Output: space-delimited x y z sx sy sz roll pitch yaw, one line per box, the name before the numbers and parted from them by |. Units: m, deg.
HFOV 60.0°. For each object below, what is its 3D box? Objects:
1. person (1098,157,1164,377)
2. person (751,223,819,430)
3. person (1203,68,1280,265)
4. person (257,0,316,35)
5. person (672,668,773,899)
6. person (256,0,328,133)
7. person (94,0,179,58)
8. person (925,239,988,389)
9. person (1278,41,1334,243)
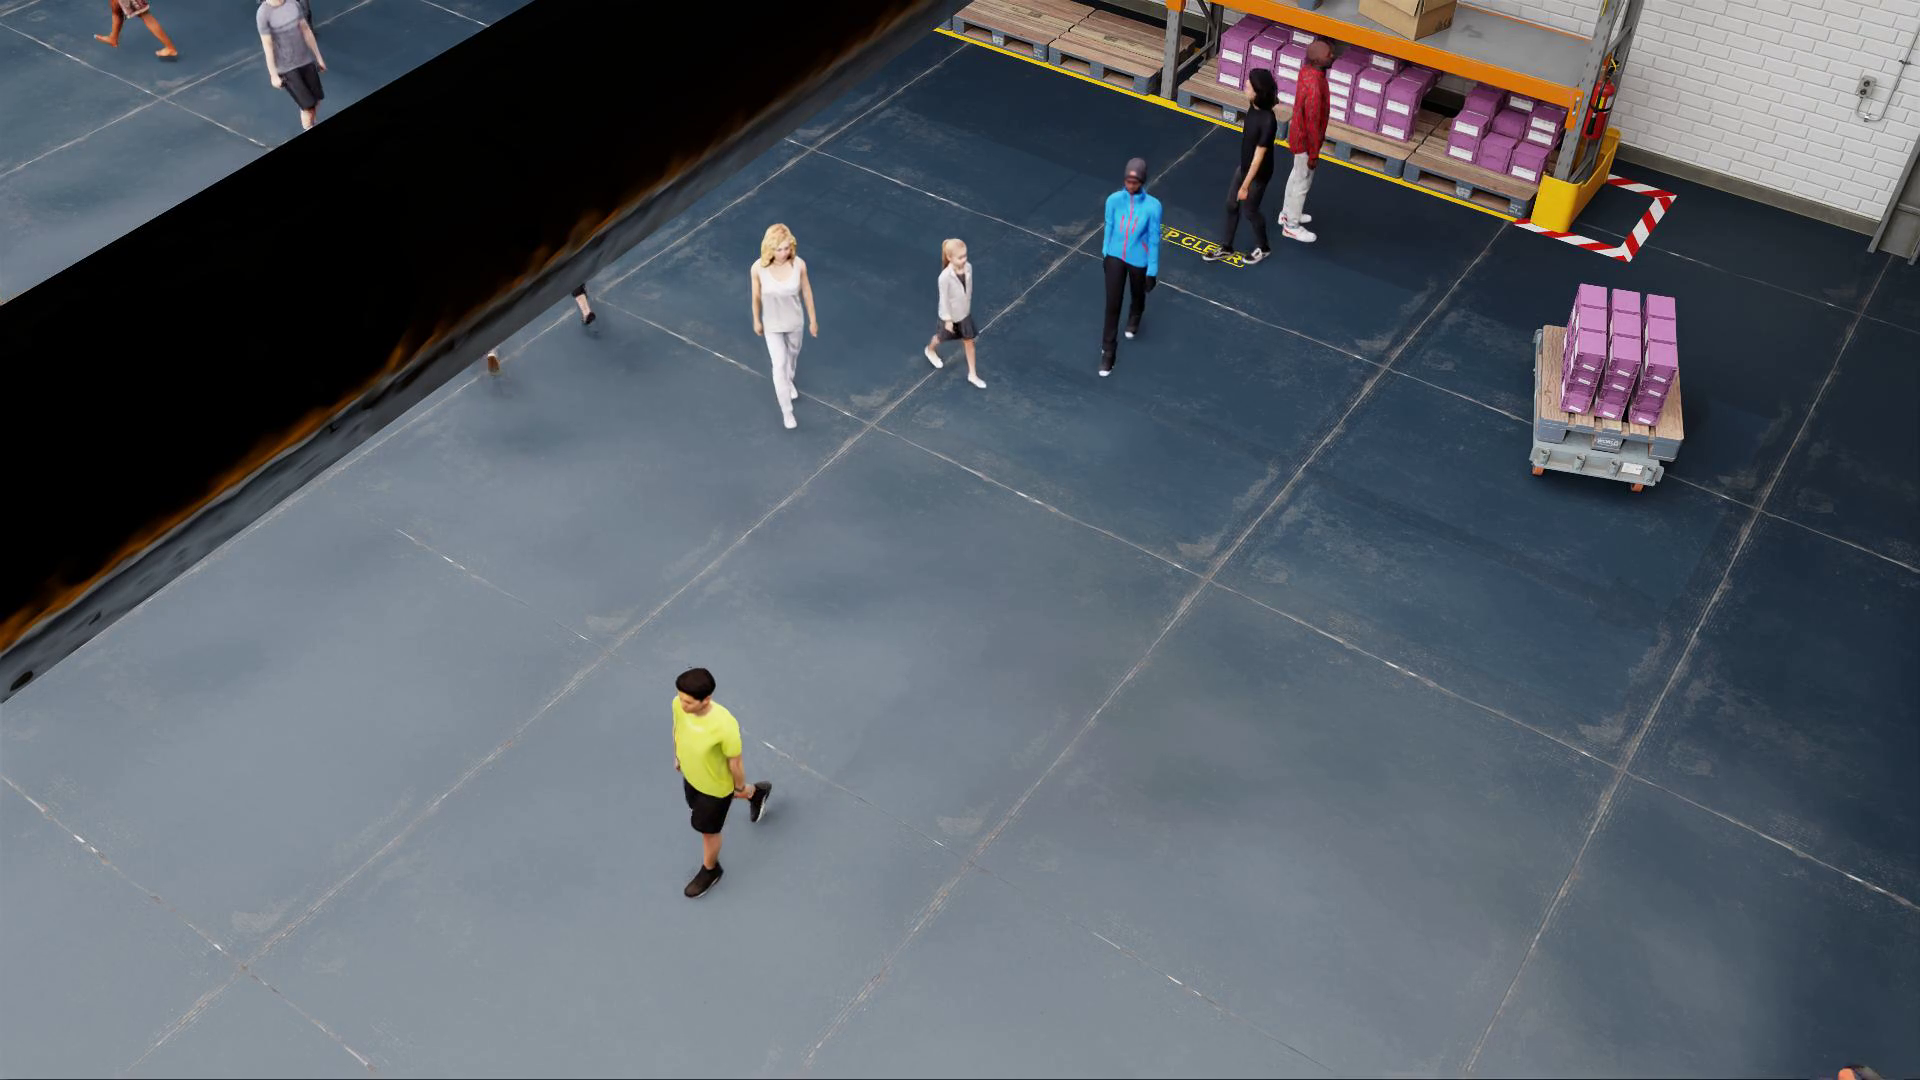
person | 1.382 -2.263 13.233 1.165 1.747 0.945 12 45 12
person | -1.356 -1.736 12.751 0.936 1.649 1.032 -11 45 -11
person | 2.582 -3.165 14.131 0.981 1.814 0.924 -8 44 -8
person | -7.083 -6.107 17.239 0.859 1.788 1.223 -31 52 -28
person | -1.397 1.277 9.562 1.005 1.685 0.779 32 52 29
person | -6.239 -4.410 15.407 0.736 1.857 0.722 19 47 19
person | -8.425 -5.621 16.874 1.226 1.587 0.993 3 44 4
person | -0.084 -1.827 13.134 0.690 1.252 0.935 -26 50 -25
person | 3.017 -3.495 14.473 0.769 1.820 0.756 2 44 2
